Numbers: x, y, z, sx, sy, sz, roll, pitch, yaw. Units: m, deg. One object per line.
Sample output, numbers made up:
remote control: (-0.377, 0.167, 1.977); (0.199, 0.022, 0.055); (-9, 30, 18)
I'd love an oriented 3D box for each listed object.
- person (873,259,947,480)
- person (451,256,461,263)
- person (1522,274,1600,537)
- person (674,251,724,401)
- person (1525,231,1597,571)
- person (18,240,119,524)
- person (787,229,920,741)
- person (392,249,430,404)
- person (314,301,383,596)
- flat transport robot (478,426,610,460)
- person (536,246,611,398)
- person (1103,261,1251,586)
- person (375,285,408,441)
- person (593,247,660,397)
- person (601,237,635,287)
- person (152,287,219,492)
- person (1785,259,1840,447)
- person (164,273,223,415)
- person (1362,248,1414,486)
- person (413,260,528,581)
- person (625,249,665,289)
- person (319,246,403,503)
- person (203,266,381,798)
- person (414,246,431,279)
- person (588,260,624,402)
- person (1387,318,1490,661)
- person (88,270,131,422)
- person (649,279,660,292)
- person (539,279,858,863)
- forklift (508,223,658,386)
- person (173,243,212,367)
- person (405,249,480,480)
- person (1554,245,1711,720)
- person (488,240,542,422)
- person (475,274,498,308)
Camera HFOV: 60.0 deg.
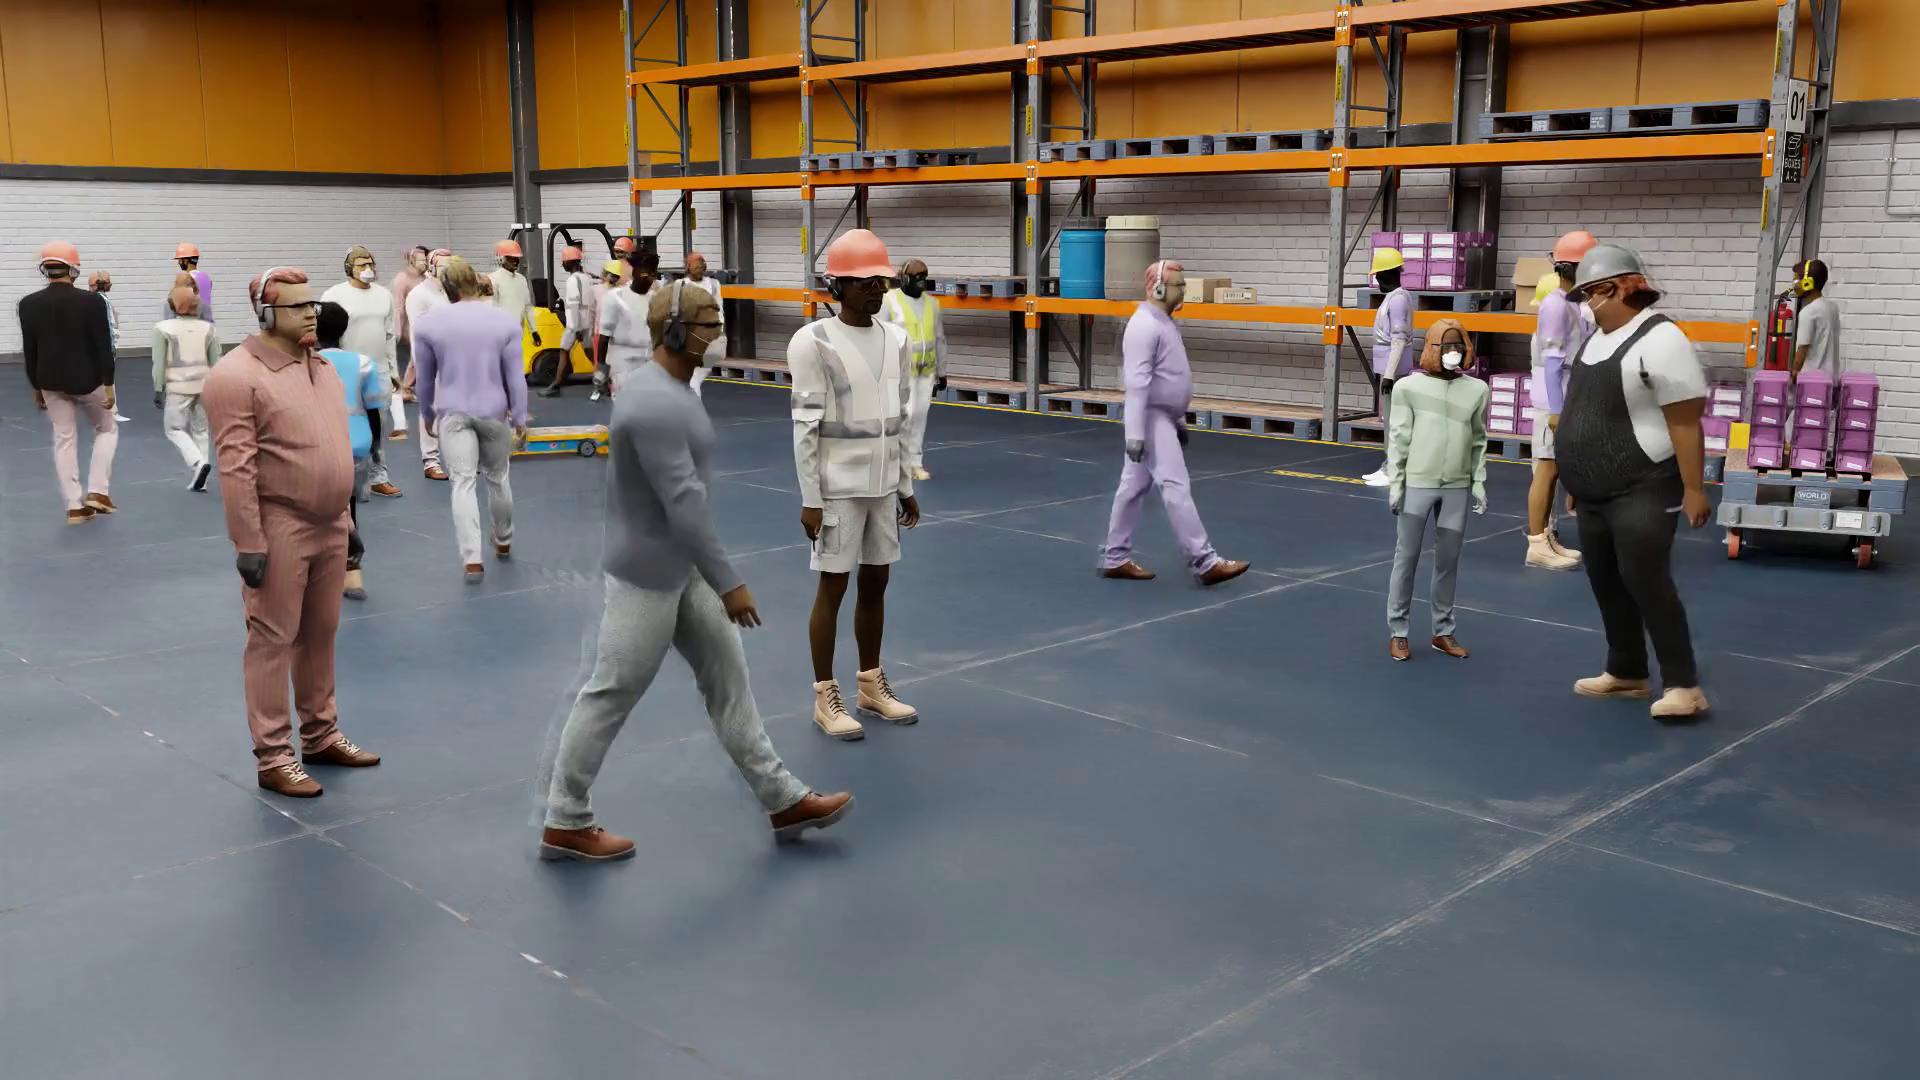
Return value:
person: (-0.387, -1.389, 13.704); (0.650, 1.822, 0.464); (-7, 13, -35)
person: (-6.761, -2.939, 22.360); (0.543, 1.739, 0.655); (-1, 10, -4)
person: (3.935, -0.818, 10.718); (0.599, 1.784, 0.843); (-2, 11, -12)
person: (-3.009, -2.318, 18.711); (0.586, 1.853, 0.732); (-6, 12, -31)
person: (3.687, -0.846, 10.150); (0.388, 2.045, 0.605); (6, 12, 28)
person: (-6.244, -1.110, 11.736); (0.631, 1.979, 0.495); (-1, 10, -5)
person: (-0.401, -0.222, 6.752); (0.379, 2.044, 0.607); (10, 14, 43)
person: (-6.391, -2.522, 19.801); (0.914, 1.860, 0.667); (3, 11, 16)
person: (-3.567, -0.528, 9.482); (0.540, 1.651, 0.868); (-8, 13, -38)
flat transport robot: (-3.818, -0.909, 15.330); (1.431, 0.197, 0.652); (-4, 11, -23)
person: (-4.798, -2.706, 20.740); (0.944, 1.886, 0.548); (3, 11, 14)
person: (1.258, -0.660, 9.598); (0.932, 1.863, 0.674); (2, 11, 13)
person: (-5.841, -1.891, 16.472); (1.044, 1.821, 0.608); (8, 13, 36)
person: (-2.533, -1.357, 13.292); (0.866, 1.922, 0.655); (8, 13, 36)
person: (-4.264, -2.847, 21.194); (0.622, 1.992, 0.396); (3, 11, 16)
person: (-5.979, -1.156, 12.970); (0.509, 1.623, 0.532); (8, 13, 38)
person: (6.160, -1.100, 12.076); (0.537, 1.841, 0.464); (-10, 15, -44)
person: (-8.532, -2.161, 18.532); (0.842, 1.588, 0.519); (7, 13, 35)
person: (3.463, -1.387, 13.444); (0.381, 1.917, 0.586); (2, 11, 12)
person: (-2.933, -0.731, 10.014); (0.629, 1.873, 1.026); (-4, 11, -20)
person: (-3.349, -2.185, 17.924); (0.513, 1.872, 0.328); (4, 11, 19)
person: (-4.555, -1.265, 12.721); (0.370, 1.941, 0.627); (7, 13, 34)
person: (-2.418, -0.037, 6.106); (0.406, 1.911, 0.639); (3, 11, 15)
person: (-6.878, -2.846, 21.557); (0.548, 1.869, 0.596); (6, 12, 30)
person: (-4.235, -2.531, 20.189); (0.544, 1.725, 0.489); (-1, 10, -7)
person: (2.279, -0.238, 7.949); (0.497, 1.634, 0.278); (-1, 10, -8)
person: (-9.294, -2.098, 18.075); (0.310, 1.642, 0.514); (-9, 14, -40)
person: (-2.913, -1.691, 15.879); (0.521, 1.617, 0.504); (-5, 12, -26)
person: (-0.894, 0.117, 5.341); (1.047, 1.874, 0.643); (0, 10, 2)
forklift: (-5.316, -3.263, 22.920); (2.313, 2.155, 1.214); (-10, 14, -44)
person: (-8.914, -2.483, 19.375); (0.377, 1.932, 0.552); (0, 10, 0)
person: (-4.290, -1.465, 13.896); (0.399, 1.910, 0.643); (5, 12, 27)
person: (2.827, -0.287, 7.107); (0.564, 2.000, 0.755); (-2, 11, -9)
person: (-4.797, -2.264, 18.095); (0.747, 1.970, 0.617); (4, 11, 19)
person: (-4.759, -1.843, 16.693); (0.308, 1.636, 0.524); (-7, 13, -35)
